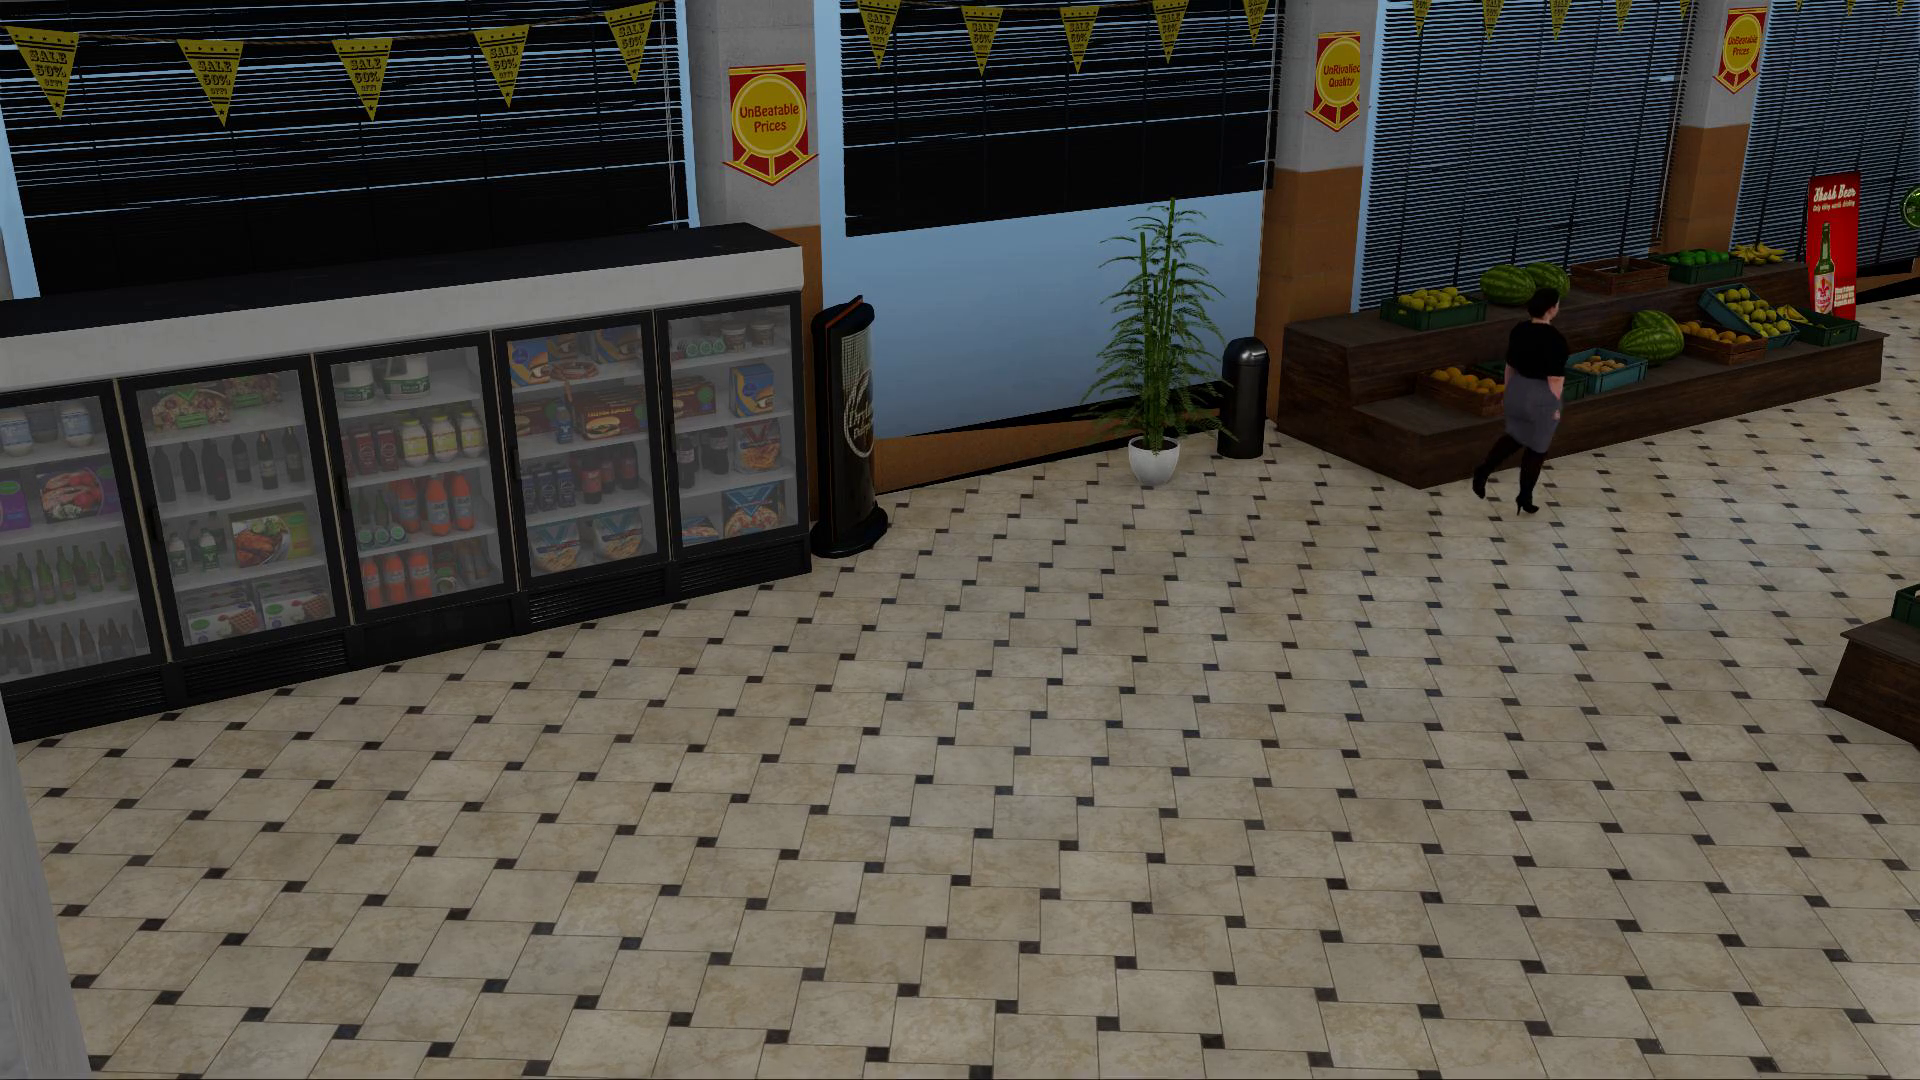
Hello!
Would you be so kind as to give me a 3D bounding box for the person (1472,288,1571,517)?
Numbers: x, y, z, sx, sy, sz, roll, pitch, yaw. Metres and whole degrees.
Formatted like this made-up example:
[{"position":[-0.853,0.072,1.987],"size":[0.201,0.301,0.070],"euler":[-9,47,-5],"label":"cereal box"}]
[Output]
[{"position":[4.168,-0.994,12.320],"size":[0.887,1.745,0.712],"euler":[-9,24,-21],"label":"person"}]
